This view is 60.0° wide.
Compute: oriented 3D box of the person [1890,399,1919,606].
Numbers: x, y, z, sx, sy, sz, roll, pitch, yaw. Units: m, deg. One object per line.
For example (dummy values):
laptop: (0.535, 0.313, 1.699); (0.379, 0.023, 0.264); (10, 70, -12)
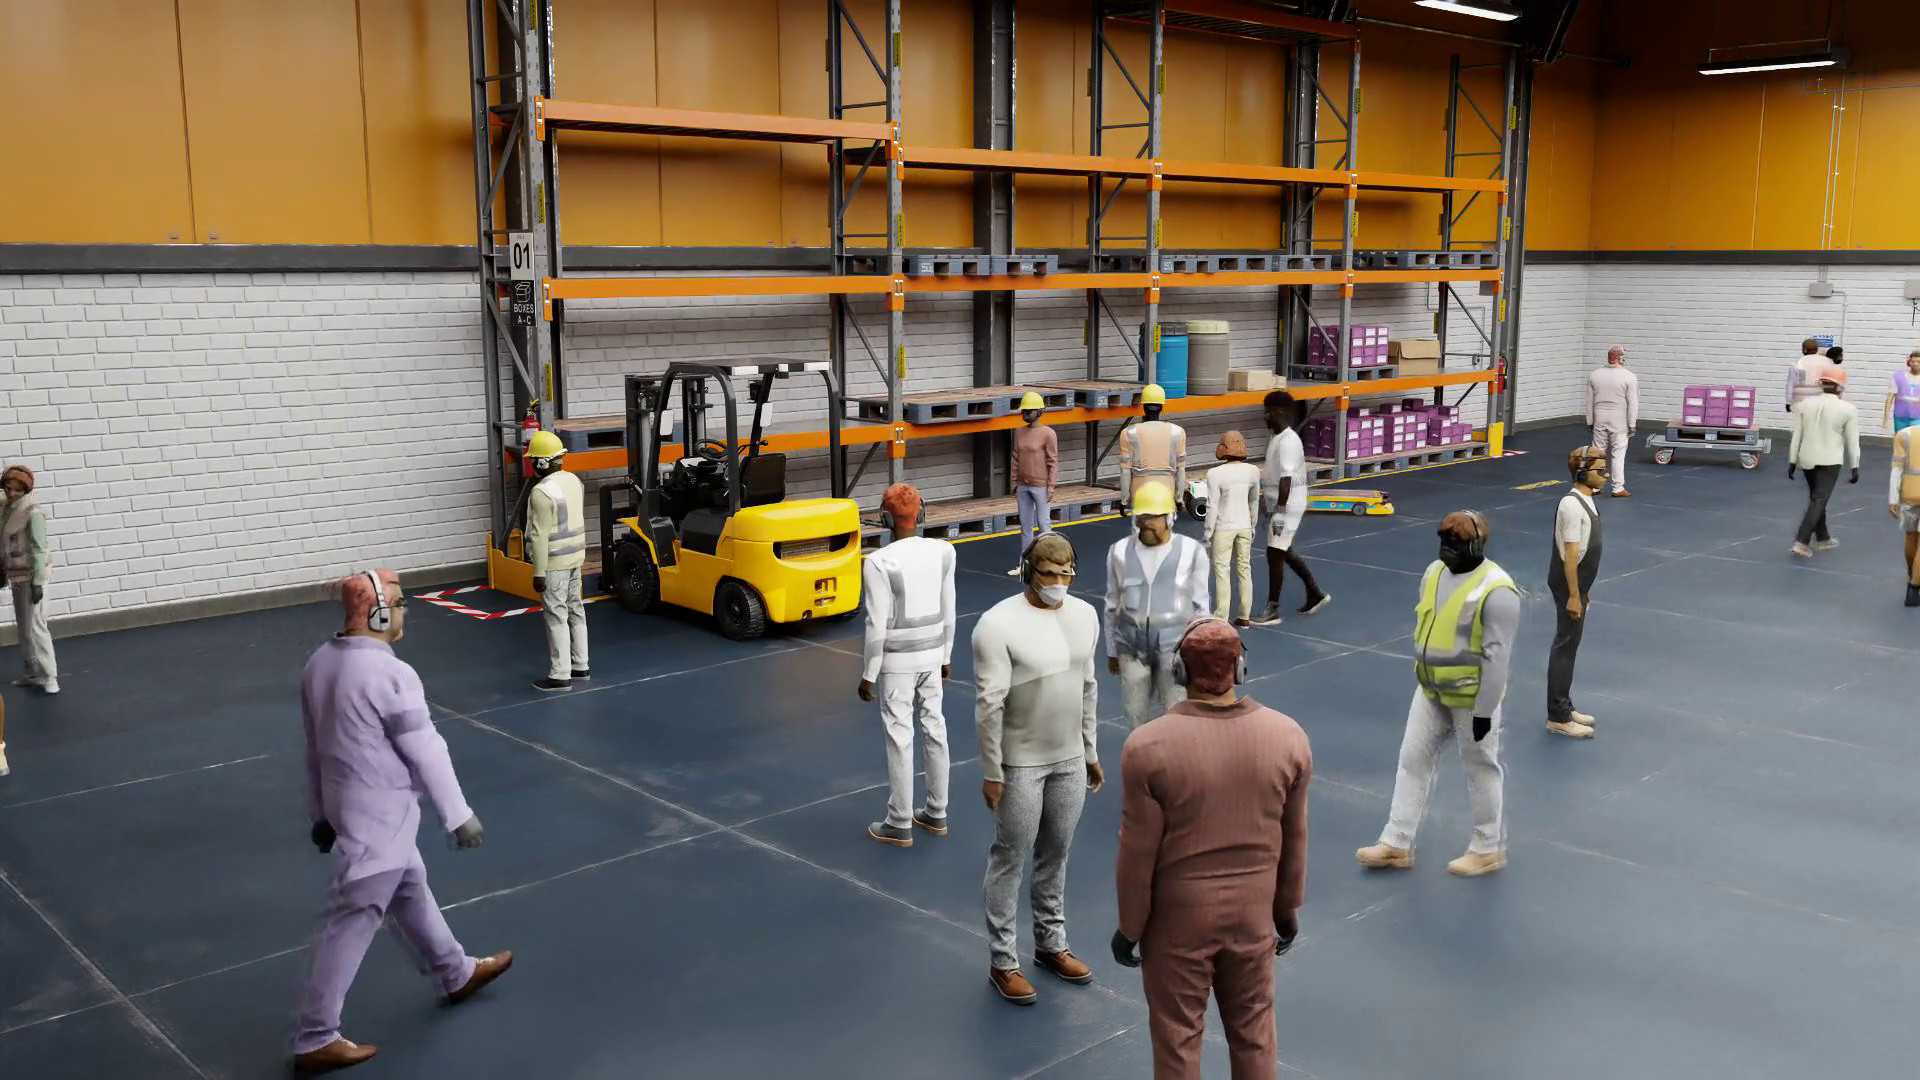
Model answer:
person: (8.527, -0.397, 14.649); (0.554, 1.881, 0.996); (9, 13, 43)

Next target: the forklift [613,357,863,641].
forklift: (-1.847, -0.414, 13.852); (1.214, 2.155, 2.313); (-9, 13, -42)

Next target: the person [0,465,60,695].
person: (-6.489, 0.277, 11.543); (0.633, 1.615, 0.323); (8, 13, 39)

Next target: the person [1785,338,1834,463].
person: (12.450, -2.044, 24.435); (0.637, 1.831, 0.448); (1, 10, 7)

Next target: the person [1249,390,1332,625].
person: (2.740, -0.254, 13.675); (0.728, 1.934, 0.759); (0, 10, -1)

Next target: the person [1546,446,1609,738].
person: (3.923, 0.319, 10.583); (0.343, 1.847, 0.507); (4, 11, 24)

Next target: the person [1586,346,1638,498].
person: (8.249, -1.493, 21.022); (0.401, 1.904, 0.650); (-9, 13, -42)

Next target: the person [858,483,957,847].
person: (-0.269, 0.639, 8.593); (0.572, 1.886, 0.354); (-8, 12, -38)

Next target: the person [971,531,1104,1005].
person: (0.333, 0.913, 6.848); (0.627, 1.934, 0.370); (-7, 12, -36)

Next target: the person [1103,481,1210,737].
person: (1.079, 0.569, 9.173); (0.602, 1.824, 0.505); (3, 10, 18)

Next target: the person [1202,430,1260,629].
person: (2.195, -0.072, 13.495); (0.501, 1.633, 0.279); (-4, 11, -25)

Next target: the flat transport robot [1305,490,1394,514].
flat transport robot: (4.400, -0.464, 19.768); (1.431, 0.197, 0.652); (2, 10, 10)

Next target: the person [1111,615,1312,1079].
person: (0.790, 1.183, 5.356); (0.652, 1.904, 0.402); (-3, 10, -15)

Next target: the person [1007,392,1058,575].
person: (0.680, -0.511, 15.673); (0.533, 1.767, 0.312); (9, 13, 43)

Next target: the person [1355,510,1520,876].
person: (2.320, 0.760, 8.087); (0.787, 1.813, 0.657); (-4, 10, -22)

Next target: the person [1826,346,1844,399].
person: (13.042, -2.059, 24.940); (0.317, 1.695, 0.541); (4, 11, 24)

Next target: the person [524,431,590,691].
person: (-2.842, 0.145, 11.686); (0.404, 1.823, 0.591); (2, 10, 13)

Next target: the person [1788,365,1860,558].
person: (8.760, -0.804, 16.886); (1.039, 1.946, 0.645); (-7, 12, -35)

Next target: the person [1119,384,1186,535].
person: (1.670, -0.394, 14.519); (0.587, 1.927, 0.367); (-1, 10, -6)

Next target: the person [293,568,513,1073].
person: (-2.183, 1.034, 6.384); (1.017, 1.855, 0.659); (-9, 13, -44)

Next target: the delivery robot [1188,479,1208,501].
delivery robot: (3.006, -0.562, 19.239); (0.707, 0.478, 0.477); (0, 10, 1)

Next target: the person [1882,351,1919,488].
person: (12.580, -1.608, 22.021); (0.590, 1.803, 0.979); (7, 12, 35)

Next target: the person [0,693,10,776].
person: (-5.735, 0.410, 9.474); (0.378, 2.044, 0.608); (0, 10, -1)
